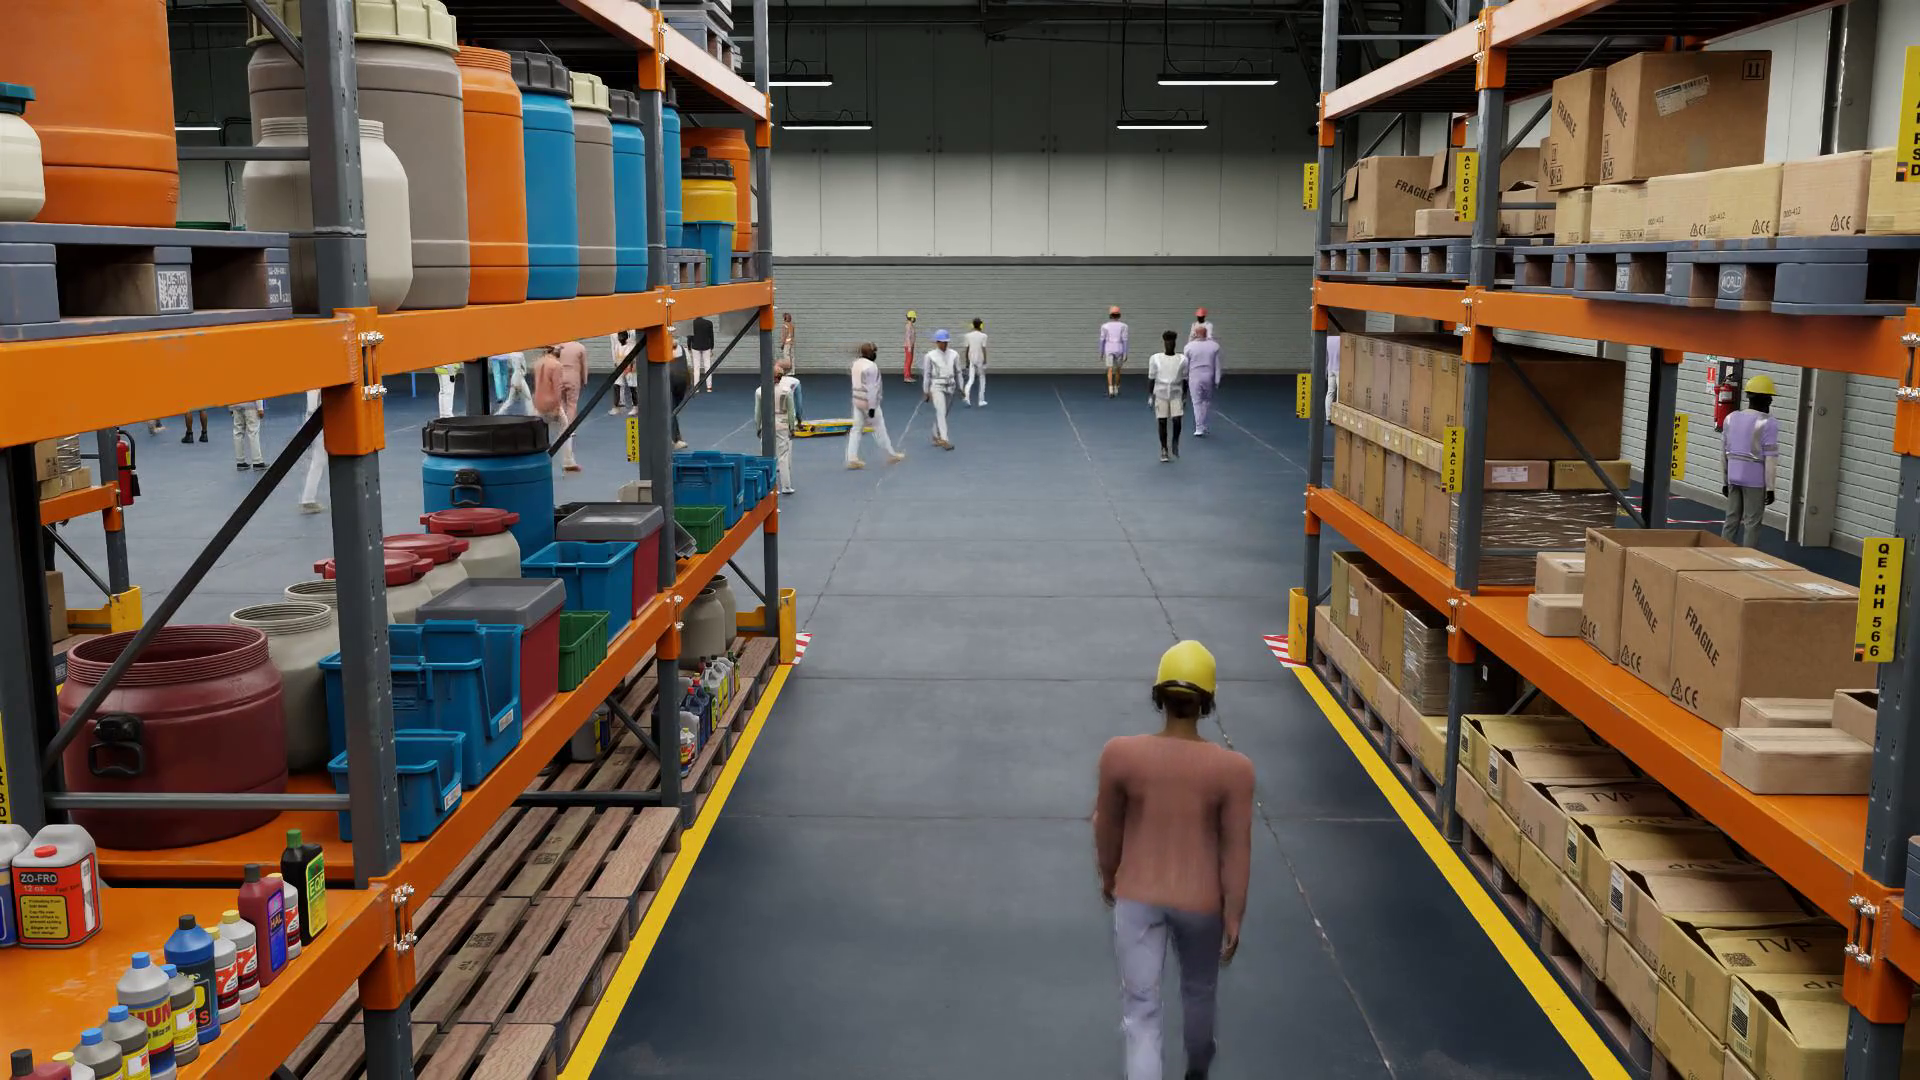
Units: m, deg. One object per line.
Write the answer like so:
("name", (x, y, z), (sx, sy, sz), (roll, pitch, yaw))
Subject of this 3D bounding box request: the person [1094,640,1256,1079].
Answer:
("person", (0.711, 1.180, 5.583), (0.529, 1.707, 0.951), (2, 10, 9))

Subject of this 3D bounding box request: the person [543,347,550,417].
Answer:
("person", (-7.793, -3.334, 32.331), (0.632, 1.811, 0.863), (1, 10, 6))

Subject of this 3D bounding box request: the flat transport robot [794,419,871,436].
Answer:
("flat transport robot", (-2.321, -1.959, 28.797), (1.431, 0.197, 0.652), (-7, 12, -35))

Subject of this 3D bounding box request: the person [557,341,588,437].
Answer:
("person", (-6.678, -2.718, 28.415), (0.655, 1.878, 0.673), (0, 9, 1))

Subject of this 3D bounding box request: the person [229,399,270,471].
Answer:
("person", (-10.180, -1.909, 23.729), (0.586, 1.824, 0.403), (3, 10, 15))

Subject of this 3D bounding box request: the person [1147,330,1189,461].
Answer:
("person", (3.094, -2.140, 24.737), (0.614, 1.949, 0.436), (1, 10, 4))

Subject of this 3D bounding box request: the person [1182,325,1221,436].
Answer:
("person", (4.094, -2.739, 28.521), (0.664, 1.870, 0.886), (-1, 10, -7))

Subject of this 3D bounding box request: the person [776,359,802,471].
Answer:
("person", (-2.476, -1.728, 23.278), (0.536, 1.597, 0.770), (-1, 10, -4))

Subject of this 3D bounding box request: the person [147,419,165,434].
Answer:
("person", (-13.934, -2.729, 28.681), (0.520, 1.823, 0.857), (-1, 10, -8))

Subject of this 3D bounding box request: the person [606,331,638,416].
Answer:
("person", (-6.482, -3.201, 31.911), (0.545, 1.661, 0.785), (5, 11, 29))

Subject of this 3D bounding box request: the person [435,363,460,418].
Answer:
("person", (-9.475, -3.084, 30.757), (0.430, 1.836, 0.619), (-6, 11, -31))

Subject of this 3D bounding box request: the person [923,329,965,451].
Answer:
("person", (-0.294, -2.420, 26.580), (0.614, 1.906, 0.997), (-5, 11, -29))

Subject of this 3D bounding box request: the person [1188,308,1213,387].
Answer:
("person", (5.580, -4.481, 38.944), (1.023, 1.873, 0.559), (-7, 12, -38))

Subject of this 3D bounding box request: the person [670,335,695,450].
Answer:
("person", (-4.572, -2.457, 26.488), (0.689, 2.000, 1.028), (-8, 12, -40))

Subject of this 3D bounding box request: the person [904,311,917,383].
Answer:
("person", (-1.214, -4.780, 41.131), (0.337, 1.757, 0.518), (1, 10, 6))

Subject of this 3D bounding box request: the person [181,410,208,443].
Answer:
("person", (-12.672, -2.575, 27.376), (0.358, 1.938, 0.542), (9, 13, 42))

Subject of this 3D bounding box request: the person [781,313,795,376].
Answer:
("person", (-4.485, -5.090, 43.330), (0.309, 1.641, 0.514), (5, 11, 27))

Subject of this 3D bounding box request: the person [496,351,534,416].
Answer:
("person", (-7.873, -2.797, 29.414), (0.850, 1.716, 0.496), (-4, 10, -25))

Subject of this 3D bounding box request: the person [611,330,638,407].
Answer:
("person", (-6.826, -3.696, 34.184), (0.642, 1.908, 0.409), (2, 10, 11))

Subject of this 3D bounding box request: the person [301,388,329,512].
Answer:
("person", (-7.524, -1.280, 19.928), (0.600, 1.826, 0.994), (9, 13, 43))

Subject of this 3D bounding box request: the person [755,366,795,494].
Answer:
("person", (-2.360, -1.400, 21.236), (0.518, 1.636, 0.312), (2, 10, 10))

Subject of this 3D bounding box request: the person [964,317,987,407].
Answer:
("person", (0.306, -3.658, 34.165), (0.531, 1.839, 0.864), (4, 10, 25))

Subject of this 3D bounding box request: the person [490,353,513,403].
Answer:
("person", (-9.785, -3.826, 35.290), (0.579, 1.801, 0.978), (-4, 10, -20))

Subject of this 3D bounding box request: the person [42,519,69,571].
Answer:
("person", (-7.659, -0.280, 13.681), (0.392, 1.922, 0.592), (8, 12, 39))

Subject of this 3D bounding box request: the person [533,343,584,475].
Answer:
("person", (-5.608, -1.846, 22.993), (0.596, 1.943, 0.917), (6, 11, 34))

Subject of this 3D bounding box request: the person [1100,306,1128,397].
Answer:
("person", (3.399, -4.162, 36.762), (0.621, 1.991, 1.094), (1, 10, 8))

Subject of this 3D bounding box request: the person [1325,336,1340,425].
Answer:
("person", (6.871, -3.047, 30.198), (0.359, 1.938, 0.632), (-7, 12, -35))

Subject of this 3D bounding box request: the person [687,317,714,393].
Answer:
("person", (-5.917, -4.366, 37.963), (0.609, 1.985, 0.392), (-2, 10, -14))

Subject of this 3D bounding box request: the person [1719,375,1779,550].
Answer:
("person", (7.247, -0.548, 15.274), (0.383, 1.924, 0.589), (-4, 10, -23))

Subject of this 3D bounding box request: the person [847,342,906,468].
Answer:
("person", (-1.250, -1.949, 24.035), (0.935, 1.794, 0.661), (-6, 11, -33))
